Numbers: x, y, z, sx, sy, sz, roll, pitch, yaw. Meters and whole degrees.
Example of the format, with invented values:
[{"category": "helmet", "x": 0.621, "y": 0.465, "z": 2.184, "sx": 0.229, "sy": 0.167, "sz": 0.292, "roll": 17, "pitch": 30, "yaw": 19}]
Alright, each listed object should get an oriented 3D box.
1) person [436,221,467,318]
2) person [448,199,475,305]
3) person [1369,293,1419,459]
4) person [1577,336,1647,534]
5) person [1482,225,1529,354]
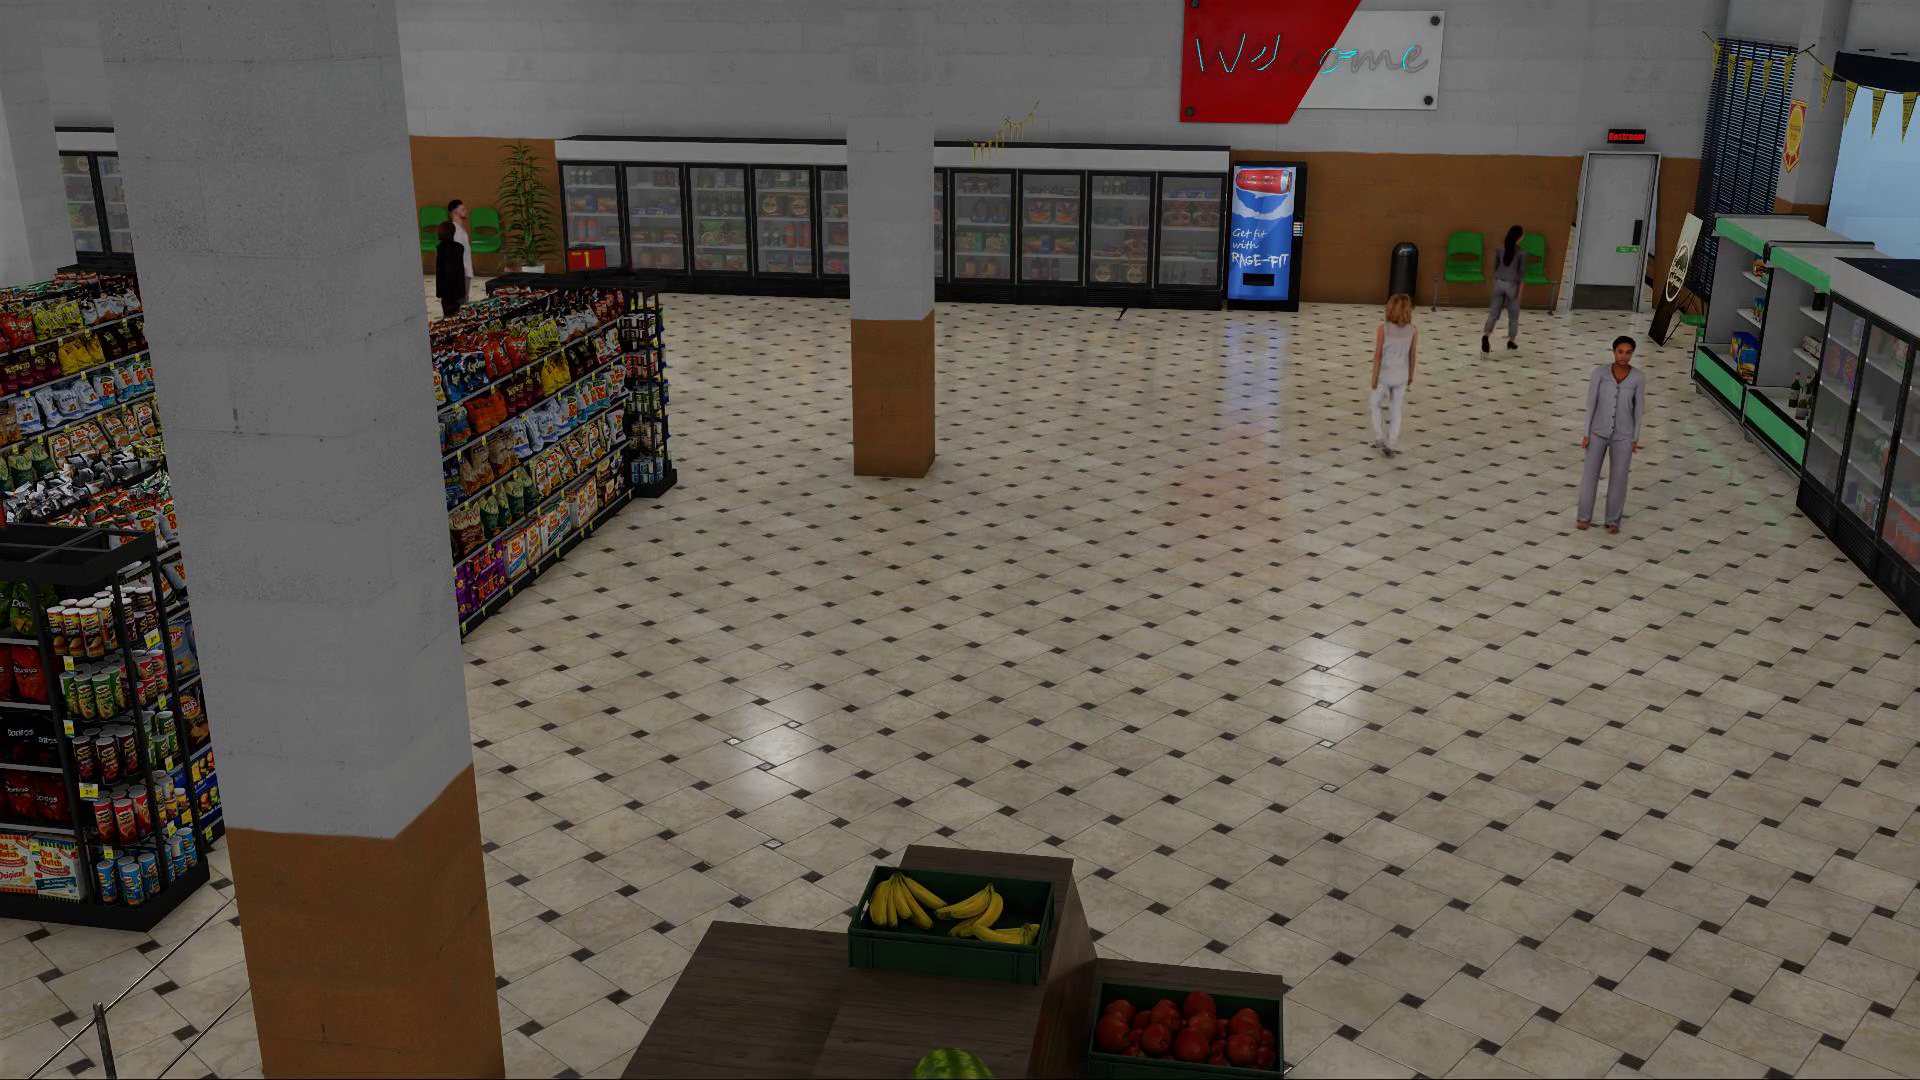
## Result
[{"category": "person", "x": -6.313, "y": -3.071, "z": 20.749, "sx": 0.835, "sy": 1.825, "sz": 0.679, "roll": -3, "pitch": 19, "yaw": -9}, {"category": "person", "x": -6.783, "y": -3.712, "z": 22.624, "sx": 0.806, "sy": 1.840, "sz": 0.666, "roll": -5, "pitch": 19, "yaw": -15}, {"category": "person", "x": 4.374, "y": -1.638, "z": 16.759, "sx": 0.675, "sy": 1.658, "sz": 0.678, "roll": -1, "pitch": 19, "yaw": -2}, {"category": "person", "x": 5.704, "y": -0.943, "z": 14.576, "sx": 0.665, "sy": 1.735, "sz": 0.616, "roll": 7, "pitch": 20, "yaw": 20}, {"category": "person", "x": 6.970, "y": -3.179, "z": 21.350, "sx": 0.978, "sy": 1.645, "sz": 1.162, "roll": 16, "pitch": 24, "yaw": 39}]
